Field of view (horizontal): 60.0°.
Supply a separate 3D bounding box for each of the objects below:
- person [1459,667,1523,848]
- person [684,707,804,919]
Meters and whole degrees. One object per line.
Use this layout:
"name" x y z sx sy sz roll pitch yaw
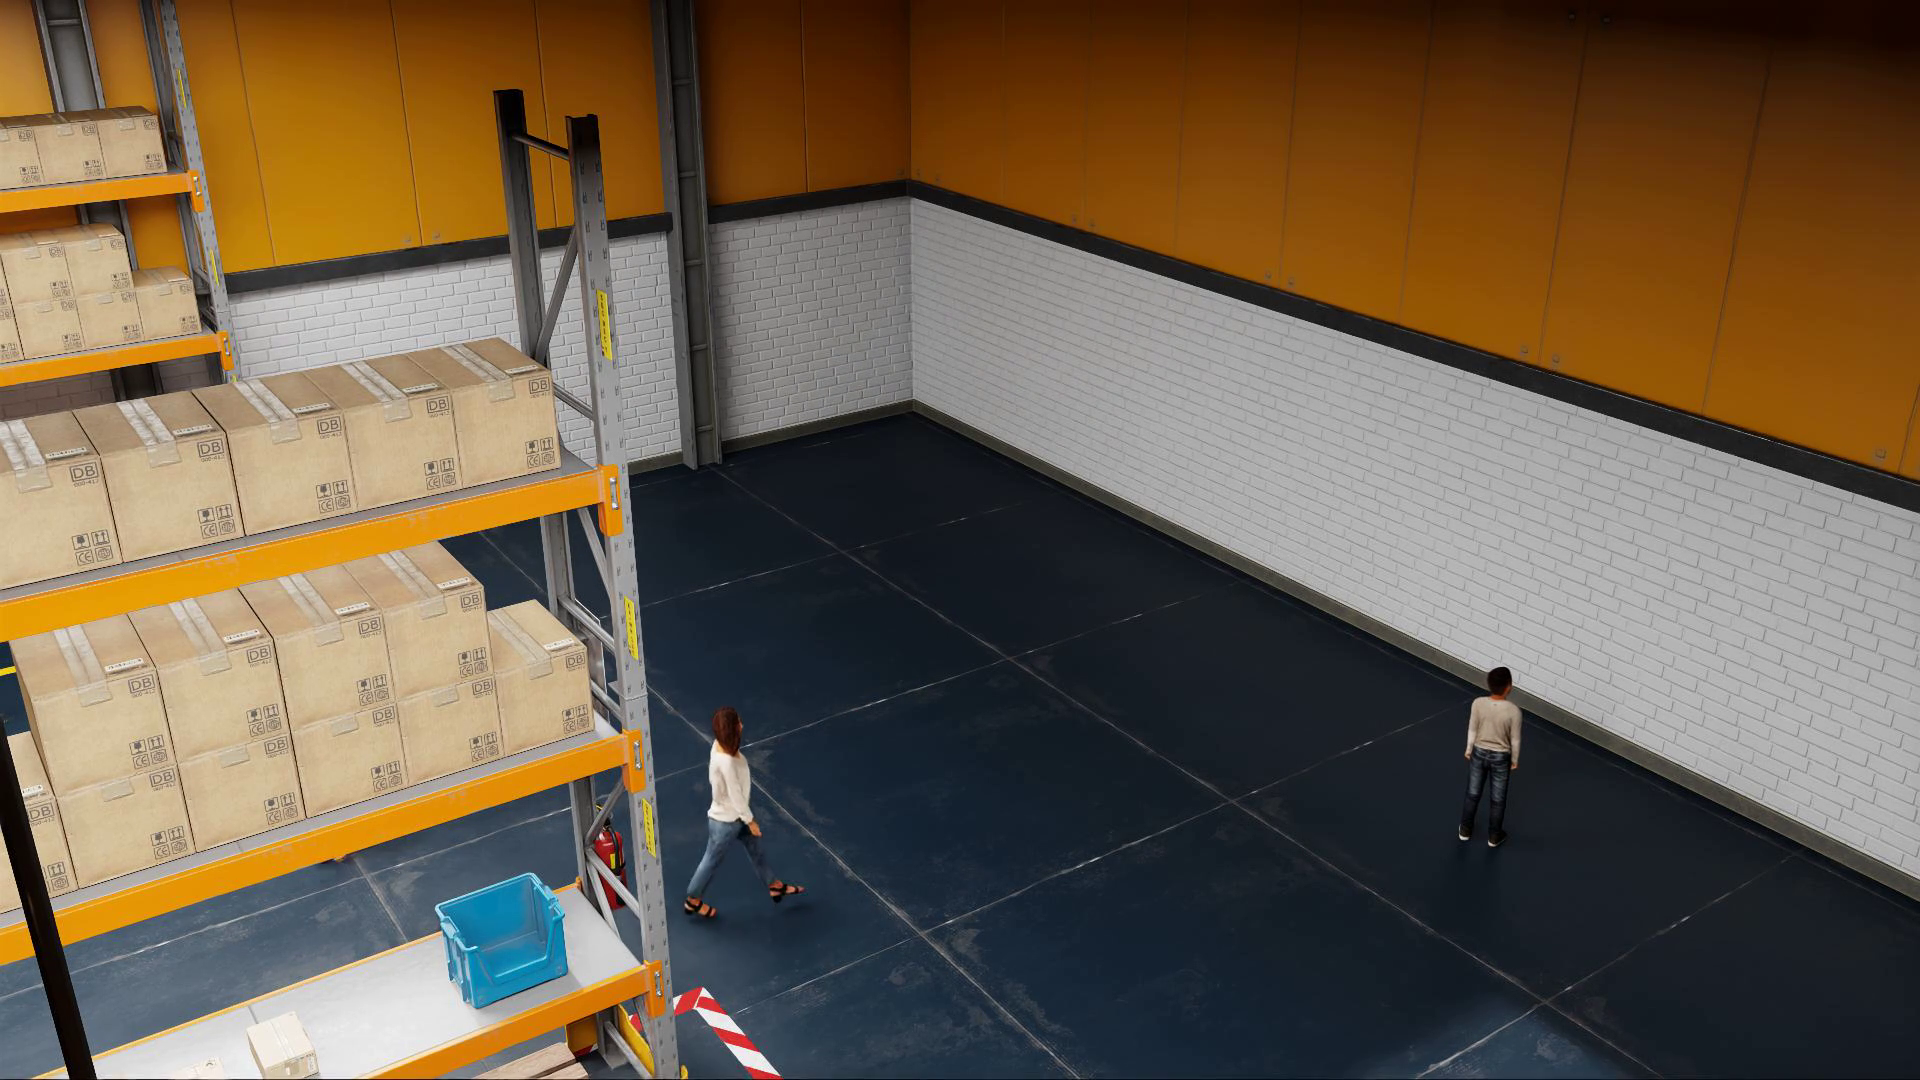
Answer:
"person" 4.003 1.633 12.549 0.631 1.465 0.640 12 26 26
"person" -1.700 1.950 11.606 1.166 1.639 0.968 -2 24 -5
